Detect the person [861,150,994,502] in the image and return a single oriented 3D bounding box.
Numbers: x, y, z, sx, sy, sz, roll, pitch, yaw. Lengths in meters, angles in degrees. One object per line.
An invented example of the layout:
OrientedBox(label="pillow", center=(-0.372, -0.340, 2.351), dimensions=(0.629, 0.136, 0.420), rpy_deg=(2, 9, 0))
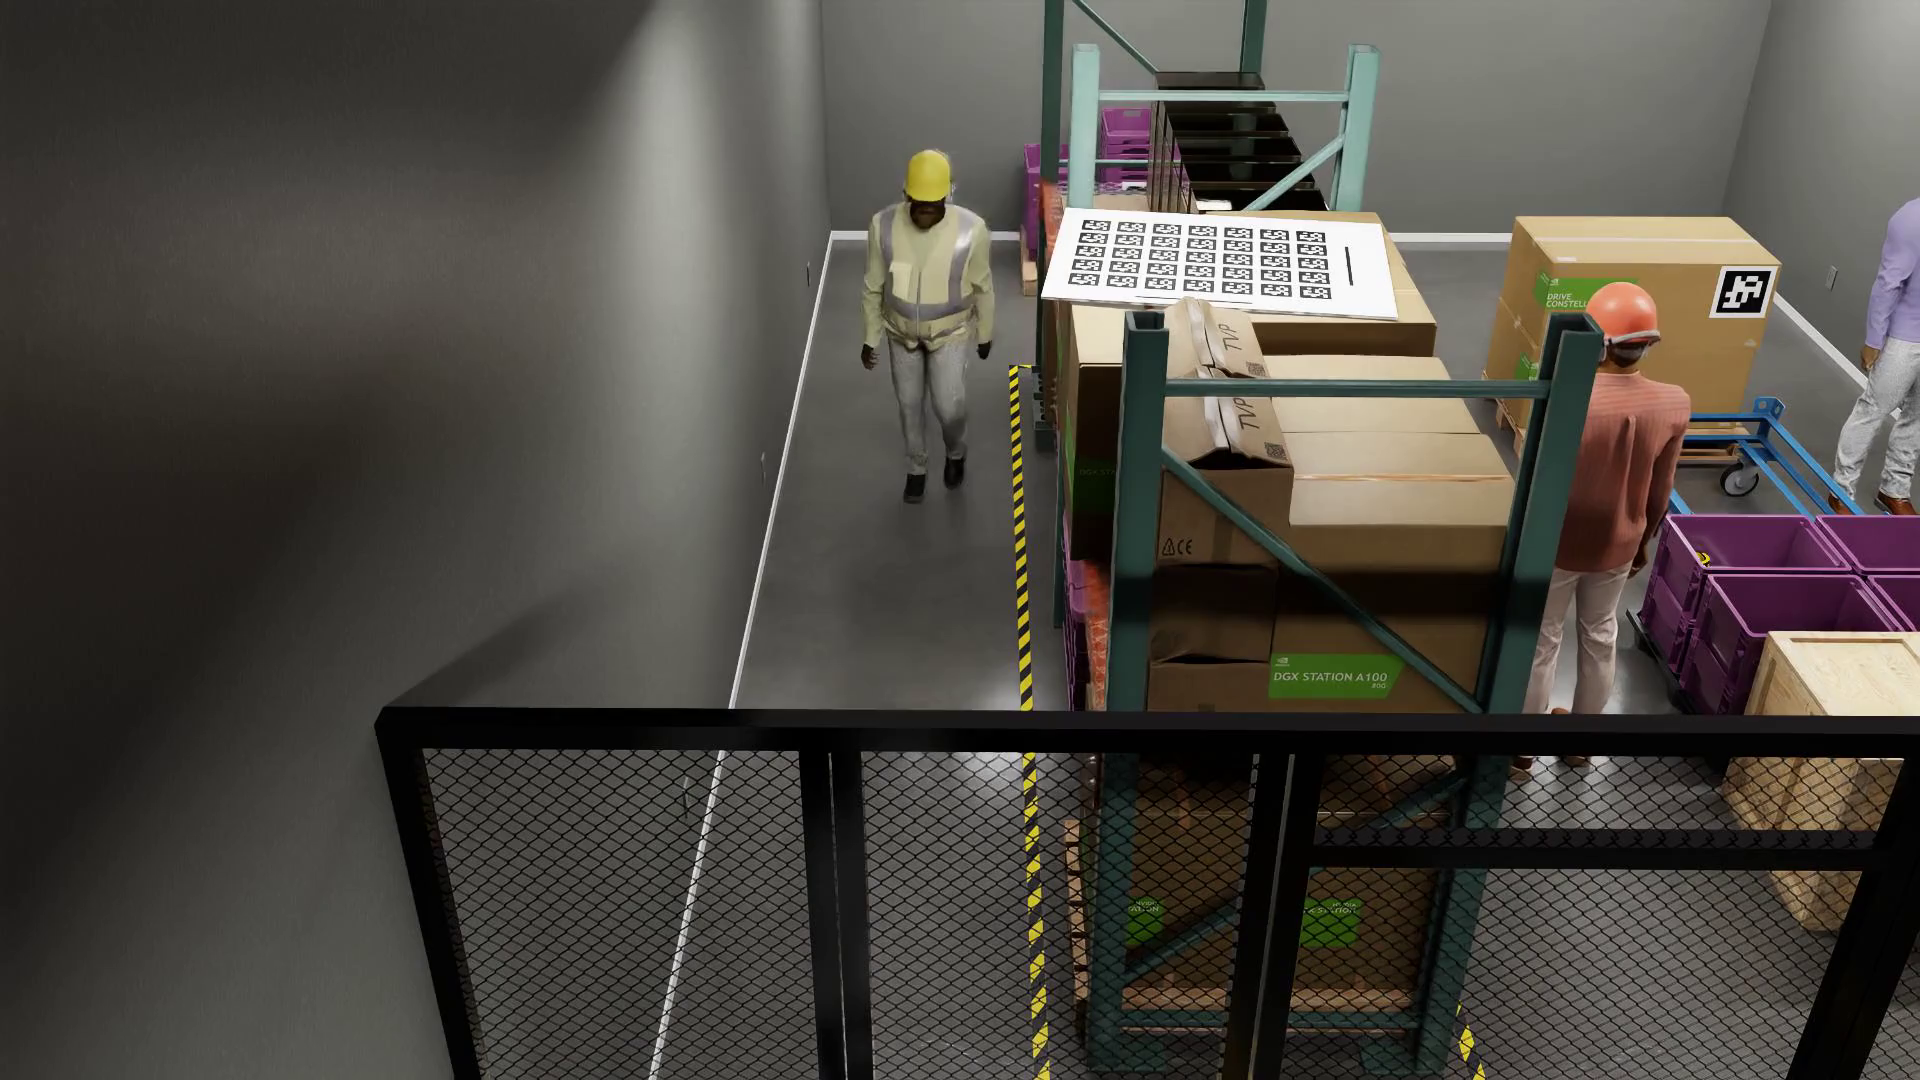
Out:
OrientedBox(label="person", center=(-0.158, -1.011, 8.014), dimensions=(0.611, 1.813, 0.424), rpy_deg=(6, 32, 10))

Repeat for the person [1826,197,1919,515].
OrientedBox(label="person", center=(4.532, -0.944, 7.784), dimensions=(0.630, 1.940, 0.373), rpy_deg=(-1, 31, -2))

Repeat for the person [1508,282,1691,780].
OrientedBox(label="person", center=(2.295, -0.005, 6.171), dimensions=(0.622, 1.990, 0.399), rpy_deg=(-7, 32, -12))
